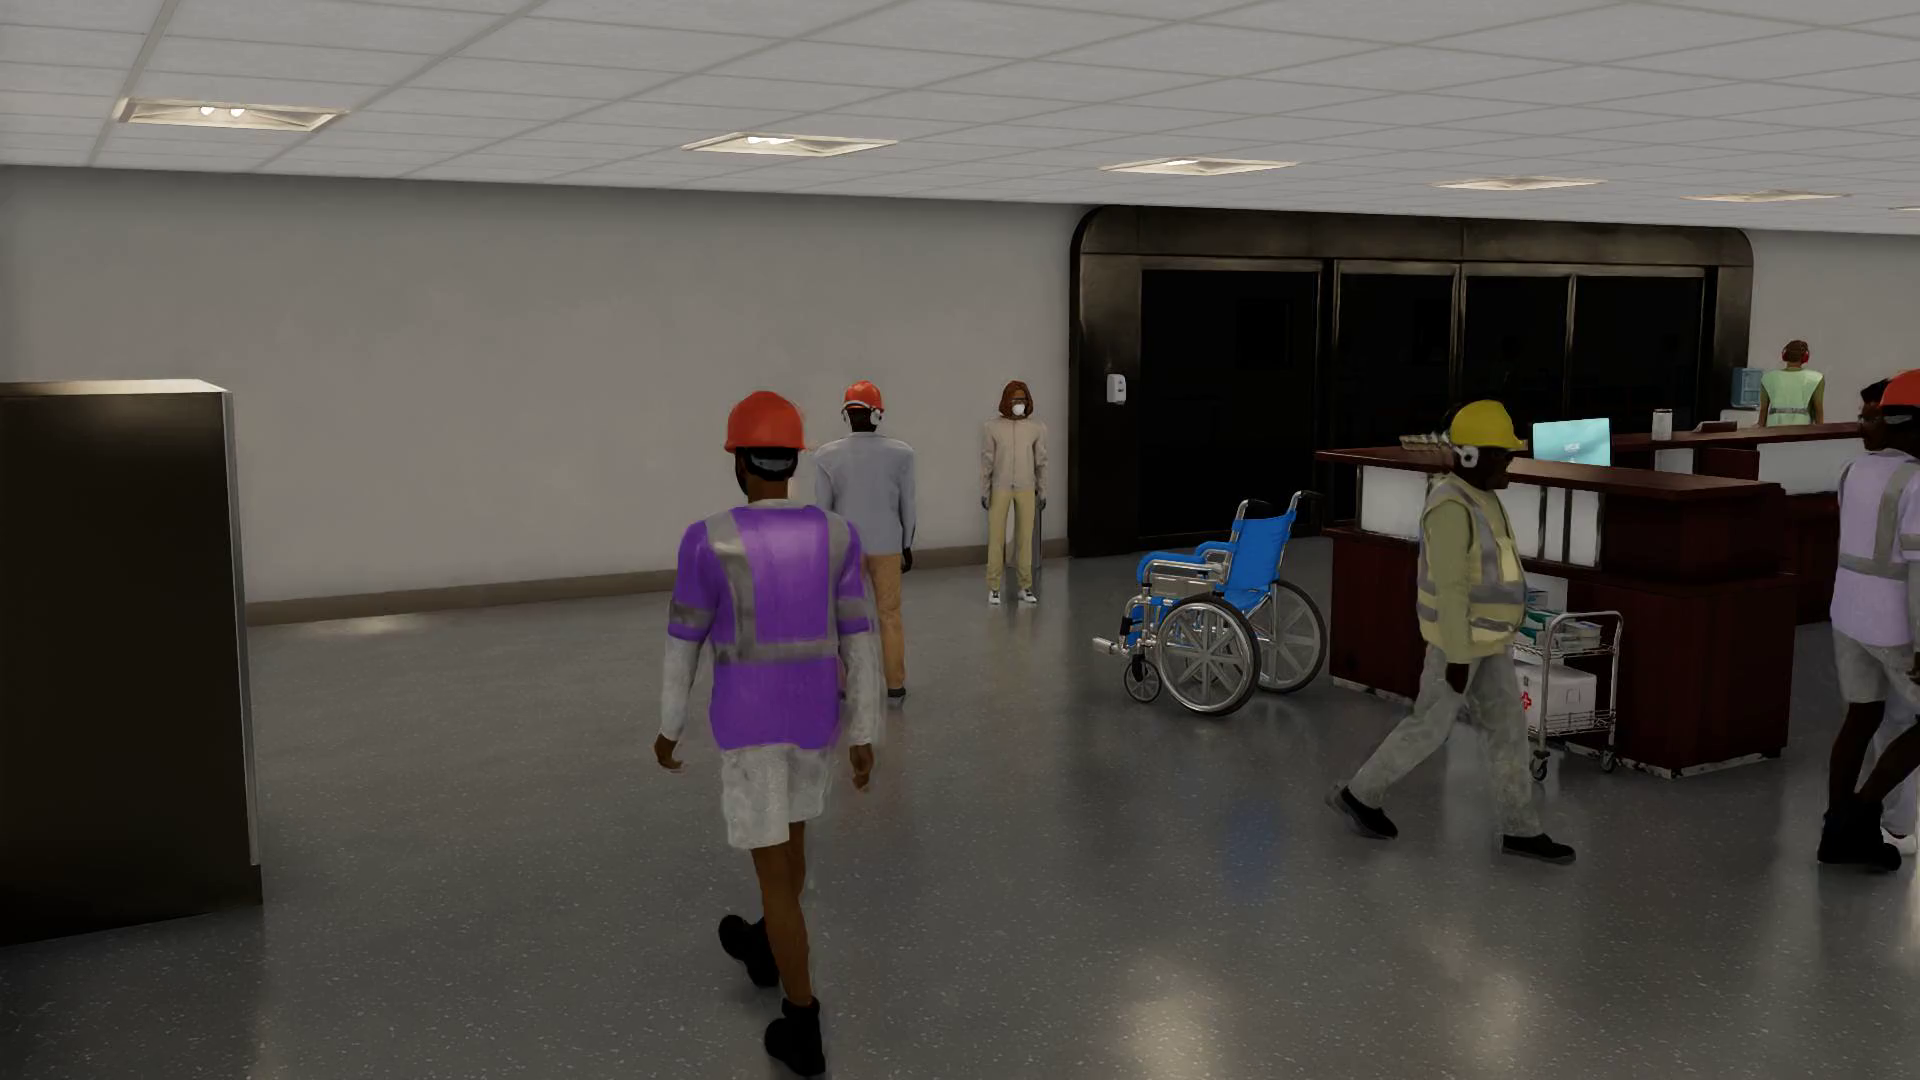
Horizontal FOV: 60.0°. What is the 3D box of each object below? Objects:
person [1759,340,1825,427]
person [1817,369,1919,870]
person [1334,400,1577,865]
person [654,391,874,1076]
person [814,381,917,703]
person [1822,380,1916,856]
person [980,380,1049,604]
[{"bbox_3d":[7.980,-0.998,16.002,0.565,1.847,0.396,6,10,36],"label":"person"},{"bbox_3d":[3.513,0.318,6.267,0.454,1.903,0.610,0,8,-2],"label":"person"},{"bbox_3d":[1.926,0.345,6.484,0.902,1.796,0.604,5,9,33],"label":"person"},{"bbox_3d":[-0.590,0.515,4.882,0.557,1.884,0.953,-5,9,-33],"label":"person"},{"bbox_3d":[-0.516,0.014,9.026,0.563,1.747,0.339,-1,8,-8],"label":"person"},{"bbox_3d":[3.642,0.305,6.531,0.322,1.861,0.514,3,9,22],"label":"person"},{"bbox_3d":[0.392,-0.341,12.061,0.504,1.627,0.286,-1,8,-9],"label":"person"}]
